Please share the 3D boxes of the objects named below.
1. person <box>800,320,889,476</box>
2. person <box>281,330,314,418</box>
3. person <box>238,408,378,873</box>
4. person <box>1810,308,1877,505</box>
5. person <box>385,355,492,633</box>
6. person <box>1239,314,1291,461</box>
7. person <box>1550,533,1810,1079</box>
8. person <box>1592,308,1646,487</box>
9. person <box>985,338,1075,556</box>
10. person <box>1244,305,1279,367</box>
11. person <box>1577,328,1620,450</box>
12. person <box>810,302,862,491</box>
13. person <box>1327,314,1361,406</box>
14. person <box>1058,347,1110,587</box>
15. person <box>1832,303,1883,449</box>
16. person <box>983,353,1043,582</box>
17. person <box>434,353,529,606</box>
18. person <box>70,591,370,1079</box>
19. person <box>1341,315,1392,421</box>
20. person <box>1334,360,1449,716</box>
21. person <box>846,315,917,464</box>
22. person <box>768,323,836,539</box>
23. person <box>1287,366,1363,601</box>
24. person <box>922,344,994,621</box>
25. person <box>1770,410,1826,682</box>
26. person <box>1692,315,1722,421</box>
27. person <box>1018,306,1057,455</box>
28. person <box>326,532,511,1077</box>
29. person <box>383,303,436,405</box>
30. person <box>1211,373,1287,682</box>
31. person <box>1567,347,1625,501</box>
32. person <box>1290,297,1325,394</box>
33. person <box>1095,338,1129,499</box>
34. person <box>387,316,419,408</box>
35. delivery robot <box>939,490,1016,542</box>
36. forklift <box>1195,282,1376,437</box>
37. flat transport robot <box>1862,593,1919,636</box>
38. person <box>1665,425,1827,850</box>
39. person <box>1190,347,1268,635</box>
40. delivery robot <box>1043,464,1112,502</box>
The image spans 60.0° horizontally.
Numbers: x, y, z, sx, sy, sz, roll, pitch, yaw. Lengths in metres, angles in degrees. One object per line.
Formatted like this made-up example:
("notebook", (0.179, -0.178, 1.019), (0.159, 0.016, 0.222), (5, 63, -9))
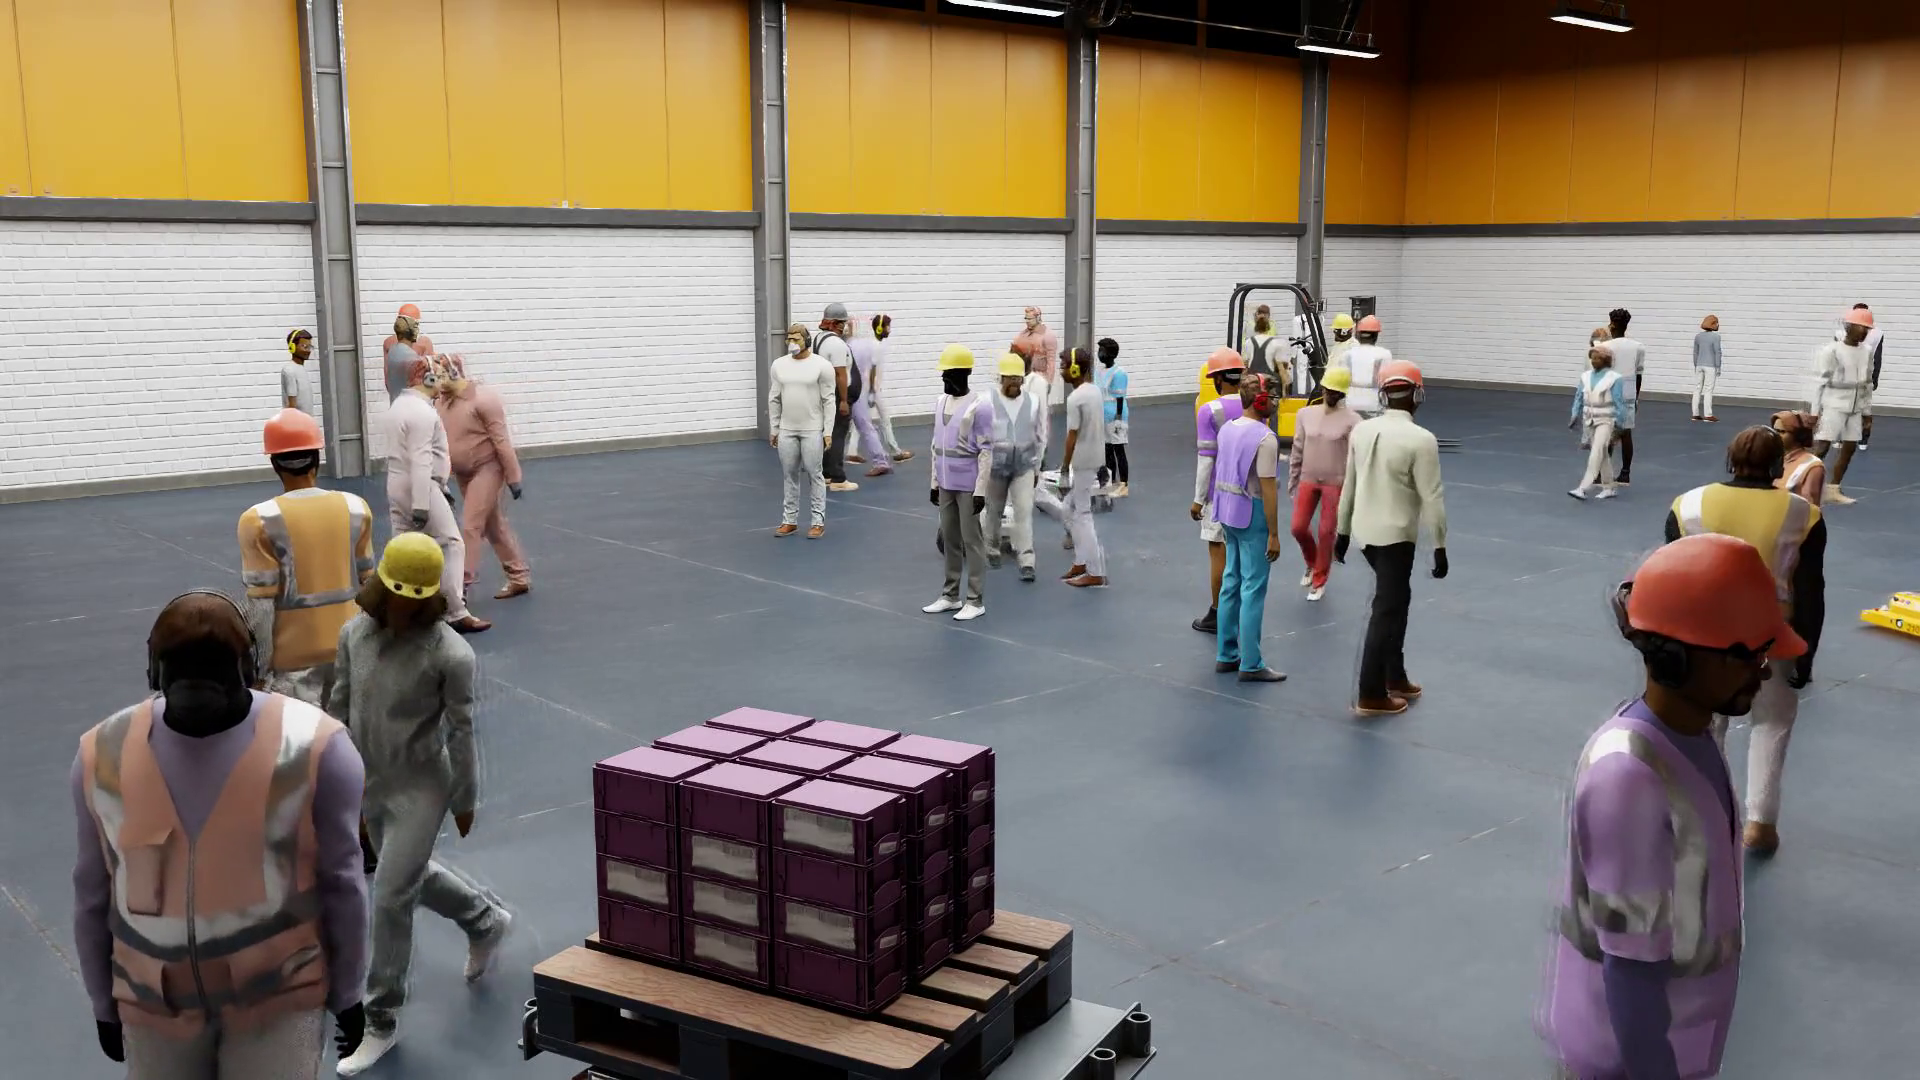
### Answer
("person", (-1.287, -1.636, 19.091), (1.020, 1.852, 0.641), (-4, 10, -20))
("person", (-6.071, -1.005, 15.343), (0.315, 1.863, 0.534), (-2, 10, -11))
("person", (-2.610, 0.439, 6.682), (0.375, 1.934, 0.547), (8, 13, 41))
("person", (8.906, -1.333, 16.888), (0.785, 2.013, 0.474), (-2, 10, -13))
("person", (-3.534, -0.292, 11.139), (0.785, 1.872, 0.656), (-8, 12, -38))
("person", (3.815, -1.887, 20.668), (0.695, 1.811, 0.380), (3, 10, 19))
("person", (1.384, 0.999, 3.255), (0.623, 2.034, 0.633), (7, 12, 34))
("person", (7.200, -1.557, 18.273), (0.604, 1.966, 0.367), (-2, 10, -14))
("person", (0.623, -0.782, 14.067), (0.845, 1.859, 0.595), (-4, 11, -23))
("person", (4.482, -2.649, 25.172), (0.740, 1.807, 0.433), (-7, 12, -37))
("person", (8.433, -1.987, 21.853), (0.781, 1.604, 0.511), (-8, 13, -40))
("person", (-1.332, -1.564, 18.097), (0.535, 2.000, 0.684), (-5, 11, -27))
("person", (4.719, -1.866, 20.484), (0.404, 1.829, 0.591), (-2, 10, -11))
("person", (0.891, -0.552, 12.740), (0.535, 1.845, 0.568), (4, 11, 24))
("person", (11.758, -2.141, 21.833), (0.587, 1.920, 0.397), (3, 10, 16))
("person", (0.377, -0.592, 13.199), (0.595, 1.781, 0.960), (-1, 10, -9))
("person", (-3.573, -0.437, 12.100), (0.655, 1.836, 0.957), (9, 13, 43))
("person", (-1.651, 0.995, 3.774), (0.628, 1.823, 0.719), (-1, 10, -8))
("person", (4.298, -1.436, 17.733), (0.553, 1.916, 0.676), (6, 11, 32))
("person", (2.453, -0.014, 9.264), (0.710, 1.951, 0.700), (-5, 11, -25))
("person", (-0.977, -1.823, 20.257), (0.938, 1.811, 0.681), (-2, 10, -14))
("person", (-1.428, -0.977, 14.957), (0.635, 1.938, 0.359), (3, 10, 18))
("person", (2.683, -0.418, 12.236), (0.540, 1.741, 0.411), (6, 11, 30))
("person", (-0.010, -0.405, 11.645), (0.367, 1.927, 0.587), (-8, 13, -39))
("person", (4.940, 0.038, 9.927), (0.318, 1.630, 0.512), (-2, 10, -10))
("person", (11.497, -2.640, 25.585), (0.279, 1.634, 0.498), (-4, 10, -22))
("person", (0.930, -2.033, 21.256), (0.407, 1.902, 0.638), (-9, 13, -43))
("person", (-1.740, 0.781, 5.409), (0.517, 1.692, 0.808), (5, 11, 26))
("person", (-6.273, -1.705, 19.057), (0.615, 1.994, 0.381), (1, 10, 6))
("person", (1.716, -0.074, 9.949), (0.375, 1.841, 0.575), (-4, 10, -22))
("person", (6.562, -1.193, 17.215), (0.837, 1.596, 0.524), (-4, 11, -24))
("person", (5.680, -3.044, 27.227), (0.574, 1.883, 0.355), (-3, 10, -18))
("person", (1.588, -1.280, 17.470), (0.326, 1.685, 0.537), (-4, 10, -21))
("person", (-5.491, -1.258, 16.600), (0.364, 1.939, 0.636), (-7, 12, -35))
("delivery robot", (0.180, -0.194, 14.145), (0.707, 0.478, 0.477), (0, 10, 1))
("forklift", (4.328, -2.346, 22.227), (2.313, 2.155, 1.214), (3, 10, 16))
("flat transport robot", (6.959, 0.486, 11.269), (1.431, 0.197, 0.652), (-2, 10, -14))
("person", (3.293, 0.426, 7.054), (0.650, 1.833, 0.454), (6, 12, 32))
("person", (1.788, -0.328, 11.183), (0.543, 1.930, 0.372), (-5, 11, -26))
("delivery robot", (1.165, -0.585, 16.432), (0.707, 0.478, 0.477), (-7, 12, -36))
